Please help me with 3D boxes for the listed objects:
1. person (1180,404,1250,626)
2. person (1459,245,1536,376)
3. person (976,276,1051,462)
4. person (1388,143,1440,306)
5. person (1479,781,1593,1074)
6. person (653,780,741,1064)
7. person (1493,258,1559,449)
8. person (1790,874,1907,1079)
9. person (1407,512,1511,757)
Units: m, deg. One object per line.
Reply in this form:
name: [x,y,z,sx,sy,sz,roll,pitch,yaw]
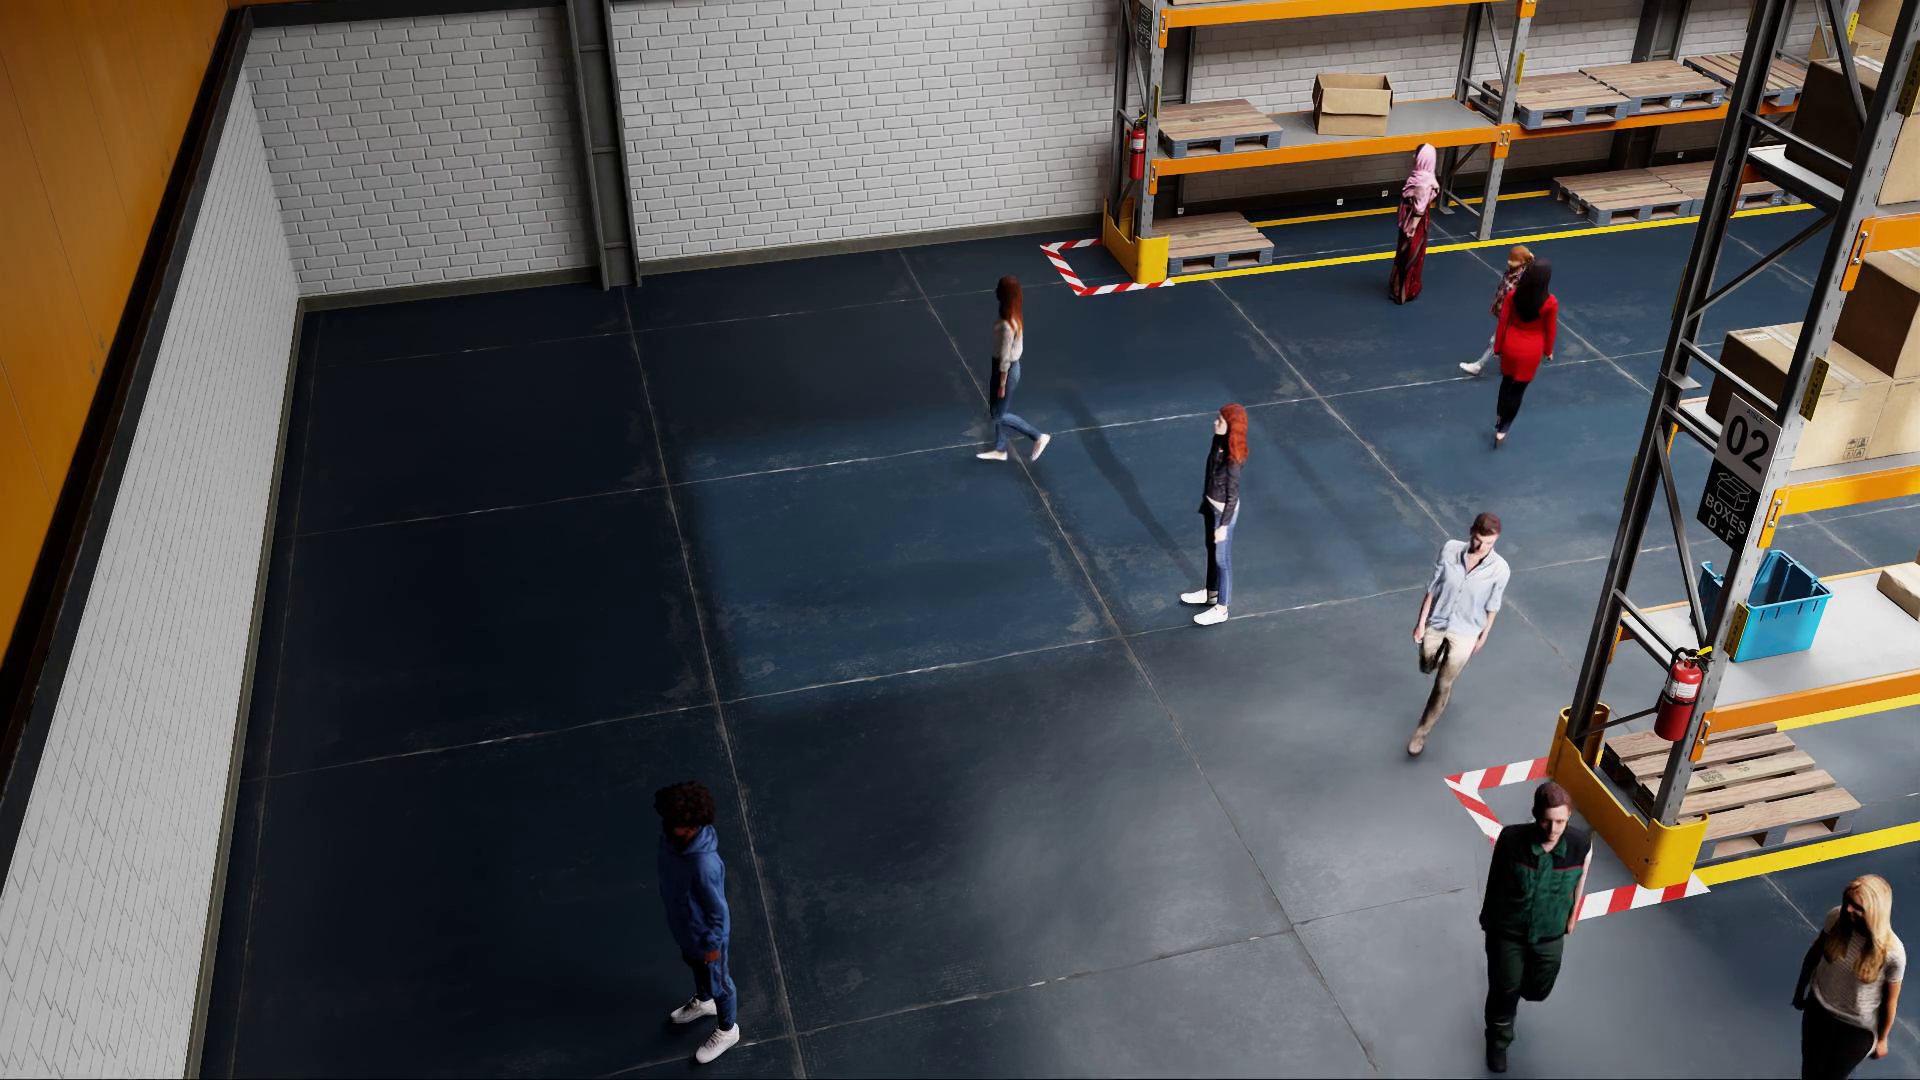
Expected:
person: [1.886,-0.199,12.050,0.559,1.786,0.585,-5,34,-8]
person: [5.136,-2.098,15.372,0.917,1.271,0.615,-4,34,-6]
person: [0.465,-1.379,13.890,0.941,1.713,0.751,3,34,5]
person: [4.567,-3.193,16.687,0.768,1.639,0.756,8,35,12]
person: [2.984,1.967,8.754,0.956,1.828,0.916,4,34,6]
person: [-1.381,1.980,8.750,0.675,1.810,0.740,-20,38,-27]
person: [4.749,-1.550,14.129,0.764,1.734,0.820,20,38,27]
person: [4.418,2.323,8.240,0.758,1.803,0.713,-18,38,-25]
person: [3.277,0.534,10.922,1.052,1.814,1.153,23,40,31]
